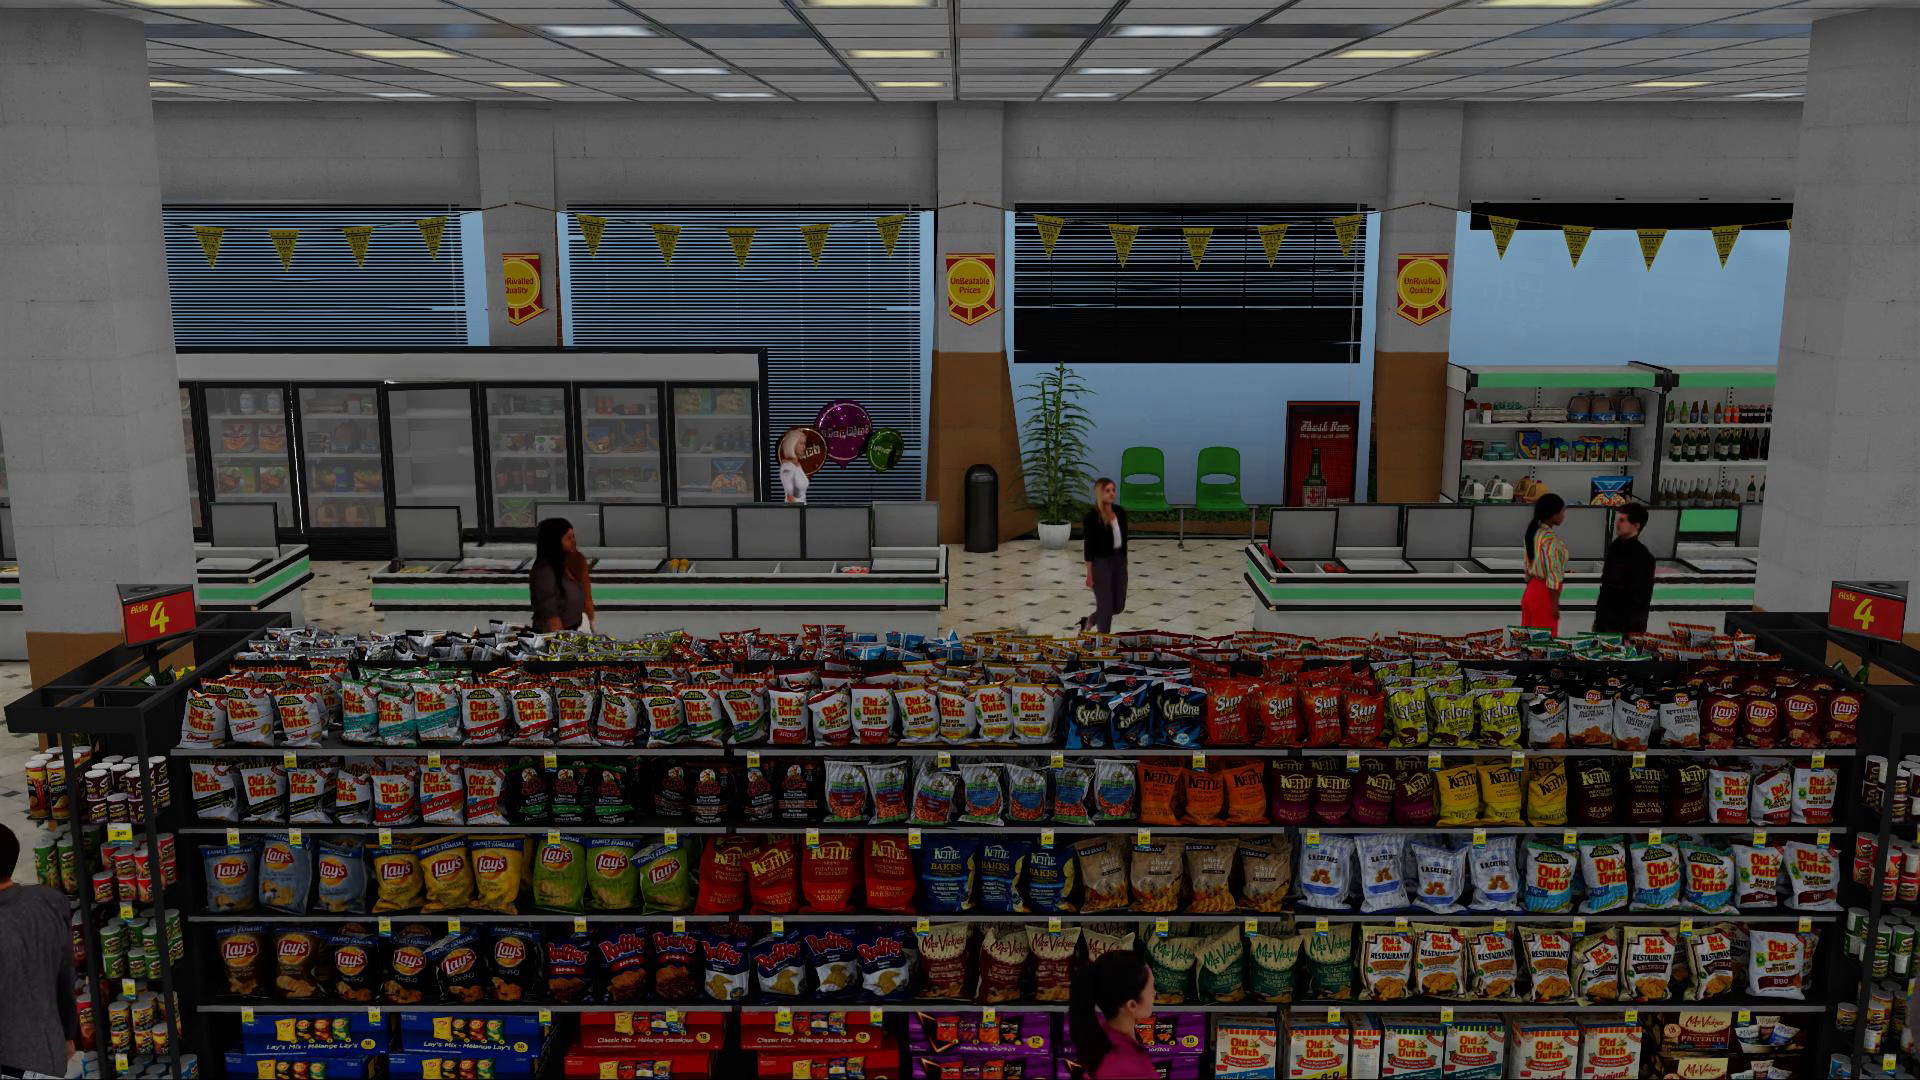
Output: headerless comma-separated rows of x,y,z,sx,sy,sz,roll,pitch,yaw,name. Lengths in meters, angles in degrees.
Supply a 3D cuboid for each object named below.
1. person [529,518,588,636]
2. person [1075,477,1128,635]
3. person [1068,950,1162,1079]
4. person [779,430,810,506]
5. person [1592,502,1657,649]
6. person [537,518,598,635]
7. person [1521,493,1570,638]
-2.908,0.776,11.552,1.177,1.791,0.730,2,12,7,person
1.211,0.281,14.236,0.908,1.653,0.926,-8,14,-34,person
0.421,2.133,5.368,0.930,1.683,0.711,-3,12,-13,person
-1.654,-0.216,16.363,0.528,1.748,0.574,1,12,5,person
4.897,0.629,12.168,0.928,1.824,0.717,0,12,-1,person
-2.845,0.688,12.201,1.054,1.694,0.916,9,15,37,person
4.442,0.525,12.736,0.575,1.793,0.632,-2,12,-9,person
